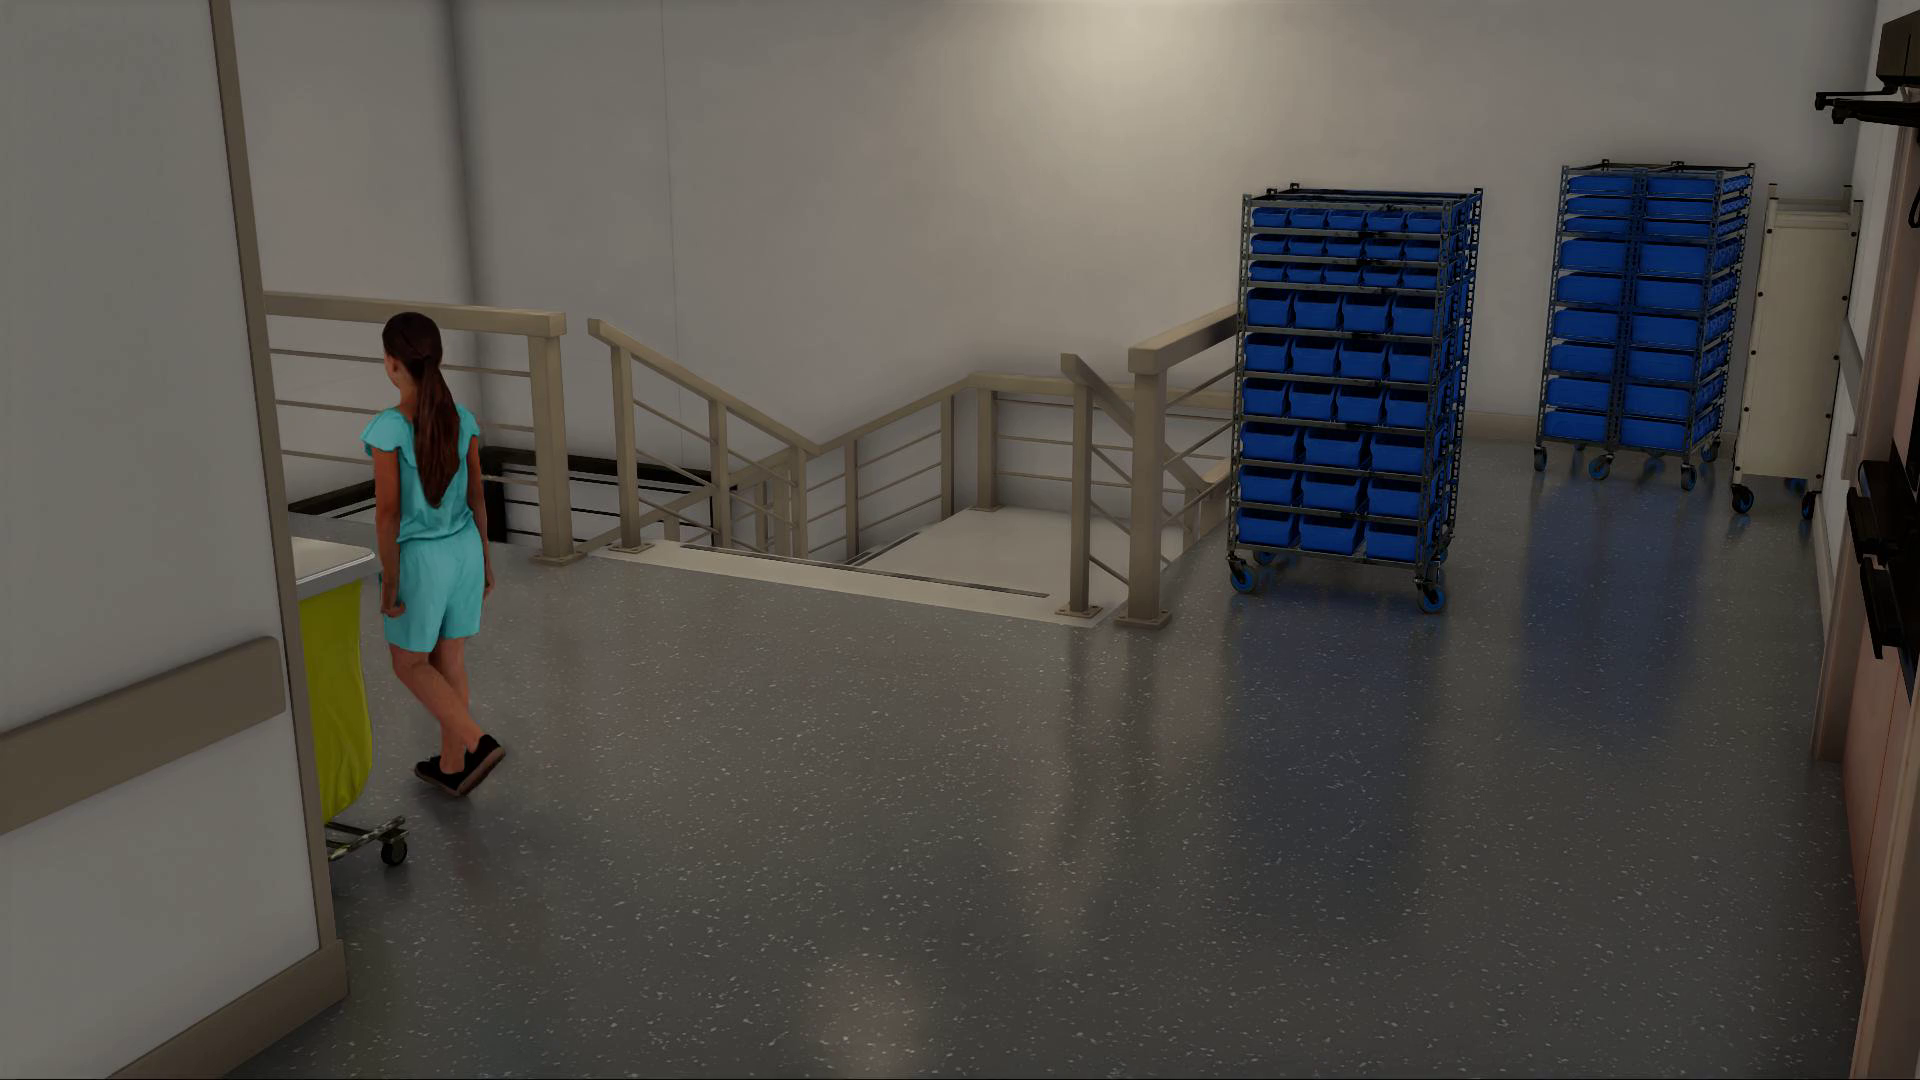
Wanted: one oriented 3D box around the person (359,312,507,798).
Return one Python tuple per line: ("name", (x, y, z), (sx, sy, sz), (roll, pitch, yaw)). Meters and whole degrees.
("person", (-1.574, 0.093, 5.084), (0.729, 1.546, 0.775), (13, 21, 39))
